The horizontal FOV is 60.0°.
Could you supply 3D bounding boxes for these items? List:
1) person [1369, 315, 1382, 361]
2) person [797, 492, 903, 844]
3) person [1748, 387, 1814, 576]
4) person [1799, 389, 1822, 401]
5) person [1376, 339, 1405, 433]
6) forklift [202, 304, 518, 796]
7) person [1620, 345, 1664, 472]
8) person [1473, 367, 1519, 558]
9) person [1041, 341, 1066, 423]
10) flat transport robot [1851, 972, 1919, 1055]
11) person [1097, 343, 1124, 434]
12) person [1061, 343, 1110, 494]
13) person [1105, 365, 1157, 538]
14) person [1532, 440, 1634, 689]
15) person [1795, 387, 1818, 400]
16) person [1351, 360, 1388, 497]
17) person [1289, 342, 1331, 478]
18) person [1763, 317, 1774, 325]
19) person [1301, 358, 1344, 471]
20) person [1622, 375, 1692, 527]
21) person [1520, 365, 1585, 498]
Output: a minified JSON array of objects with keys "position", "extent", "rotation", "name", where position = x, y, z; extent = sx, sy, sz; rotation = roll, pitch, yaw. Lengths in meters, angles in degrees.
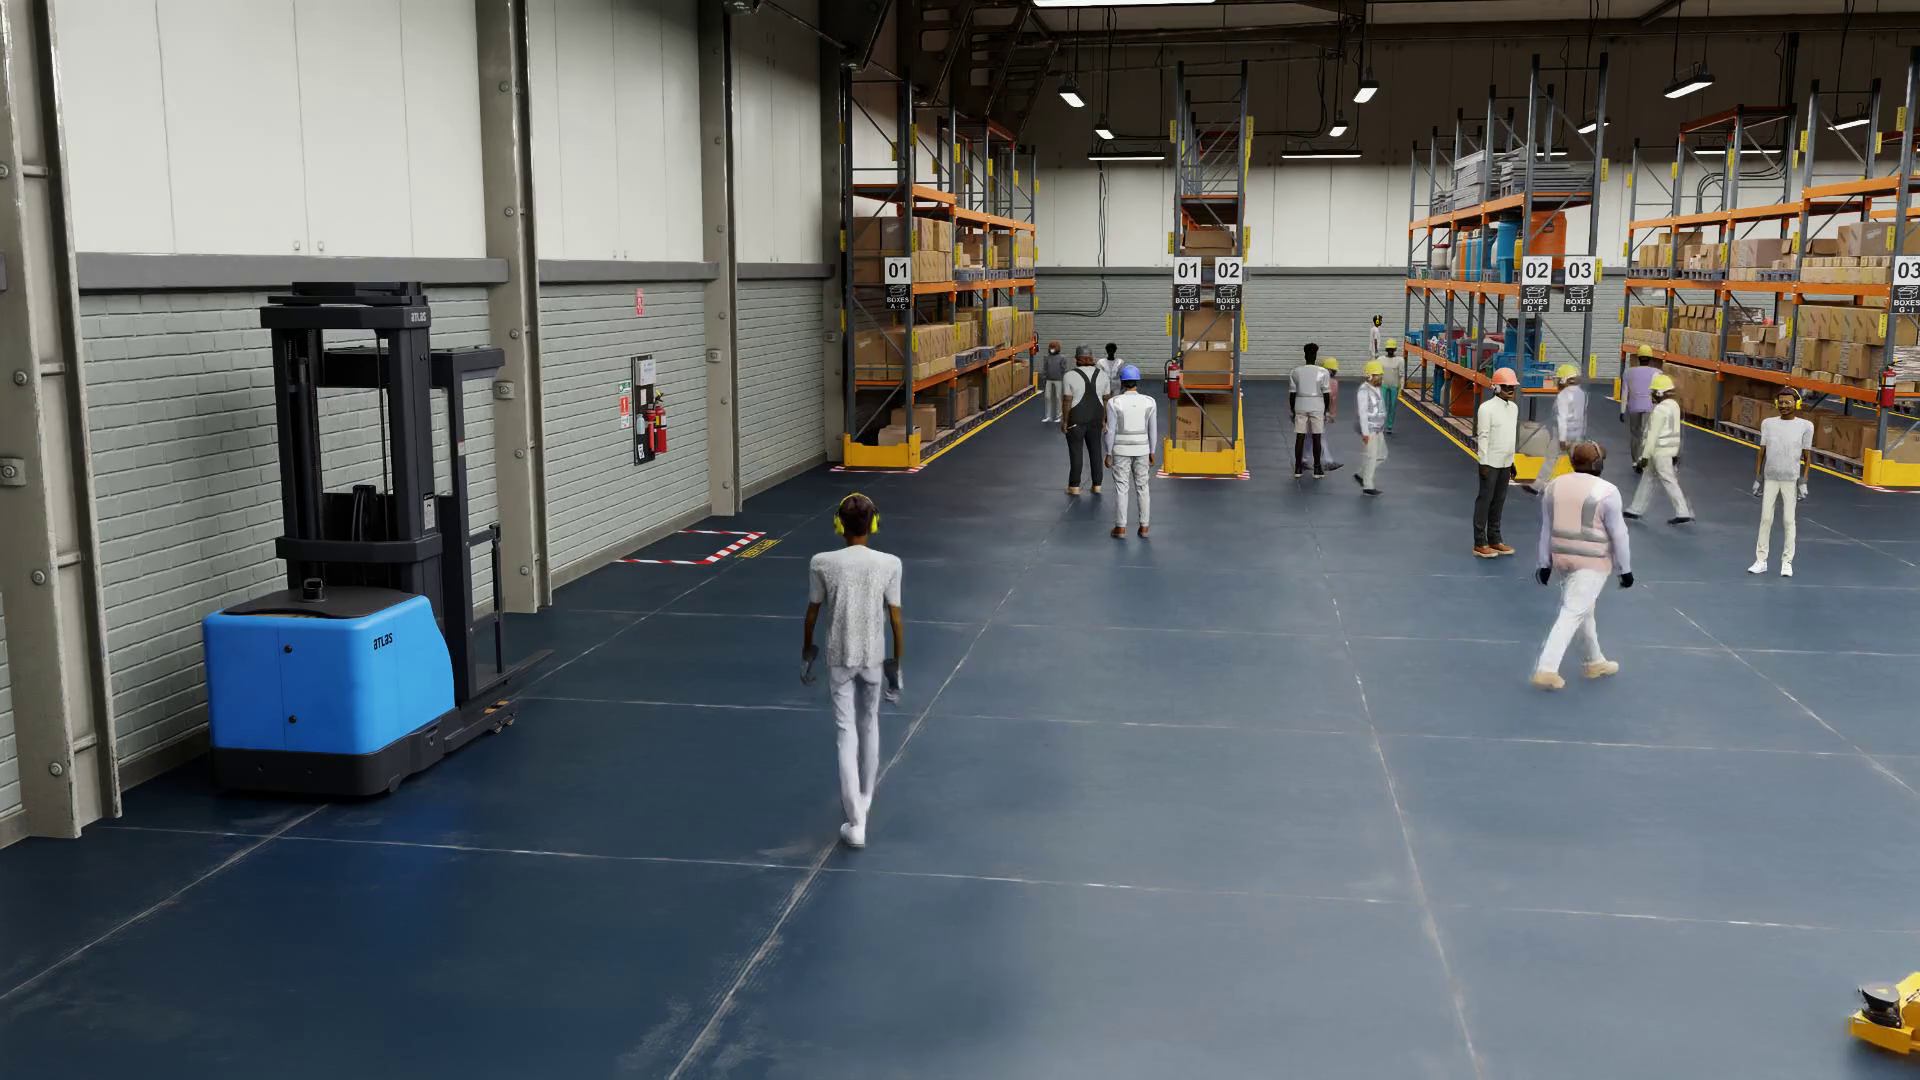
[{"position":[10.721,-4.870,42.962],"extent":[0.320,1.862,0.510],"rotation":[1,9,6],"name":"person"},{"position":[-0.596,0.654,8.987],"extent":[0.530,1.834,0.896],"rotation":[-2,9,-13],"name":"person"},{"position":[8.144,-0.585,16.500],"extent":[0.512,1.872,0.328],"rotation":[7,12,37],"name":"person"},{"position":[19.881,-4.192,38.761],"extent":[0.855,1.885,0.643],"rotation":[-5,11,-30],"name":"person"},{"position":[7.901,-2.813,30.619],"extent":[0.547,1.733,0.800],"rotation":[3,10,16],"name":"person"},{"position":[-3.673,-0.038,10.147],"extent":[1.129,2.768,1.873],"rotation":[1,9,9],"name":"forklift"},{"position":[10.326,-2.005,25.193],"extent":[0.604,1.896,0.934],"rotation":[4,10,24],"name":"person"},{"position":[5.697,-0.827,17.603],"extent":[0.610,1.996,0.386],"rotation":[-7,12,-37],"name":"person"},{"position":[1.869,-3.132,33.024],"extent":[0.515,1.616,0.451],"rotation":[4,10,25],"name":"person"},{"position":[4.209,1.905,6.192],"extent":[0.652,0.197,1.431],"rotation":[-8,12,-40],"name":"flat transport robot"},{"position":[2.773,-2.793,30.702],"extent":[0.546,1.684,0.484],"rotation":[0,9,1],"name":"person"},{"position":[1.660,-1.633,22.567],"extent":[0.688,2.000,0.536],"rotation":[-4,10,-21],"name":"person"},{"position":[1.927,-1.000,18.826],"extent":[0.612,1.943,0.400],"rotation":[-2,9,-12],"name":"person"},{"position":[4.514,0.173,12.091],"extent":[0.972,1.799,0.630],"rotation":[-5,10,-26],"name":"person"},{"position":[19.776,-4.204,38.785],"extent":[0.912,1.901,0.543],"rotation":[-8,12,-42],"name":"person"},{"position":[5.511,-1.493,22.253],"extent":[0.424,1.816,0.623],"rotation":[6,11,32],"name":"person"},{"position":[5.106,-1.896,24.286],"extent":[0.606,1.967,0.367],"rotation":[4,10,22],"name":"person"},{"position":[16.646,-3.577,34.411],"extent":[0.608,2.046,0.367],"rotation":[8,12,41],"name":"person"},{"position":[5.444,-1.883,25.016],"extent":[0.525,1.688,0.921],"rotation":[-7,11,-36],"name":"person"},{"position":[8.297,-1.061,19.705],"extent":[0.926,1.786,0.611],"rotation":[7,11,37],"name":"person"},{"position":[7.870,-1.402,21.798],"extent":[0.600,1.778,0.947],"rotation":[-8,12,-40],"name":"person"}]
